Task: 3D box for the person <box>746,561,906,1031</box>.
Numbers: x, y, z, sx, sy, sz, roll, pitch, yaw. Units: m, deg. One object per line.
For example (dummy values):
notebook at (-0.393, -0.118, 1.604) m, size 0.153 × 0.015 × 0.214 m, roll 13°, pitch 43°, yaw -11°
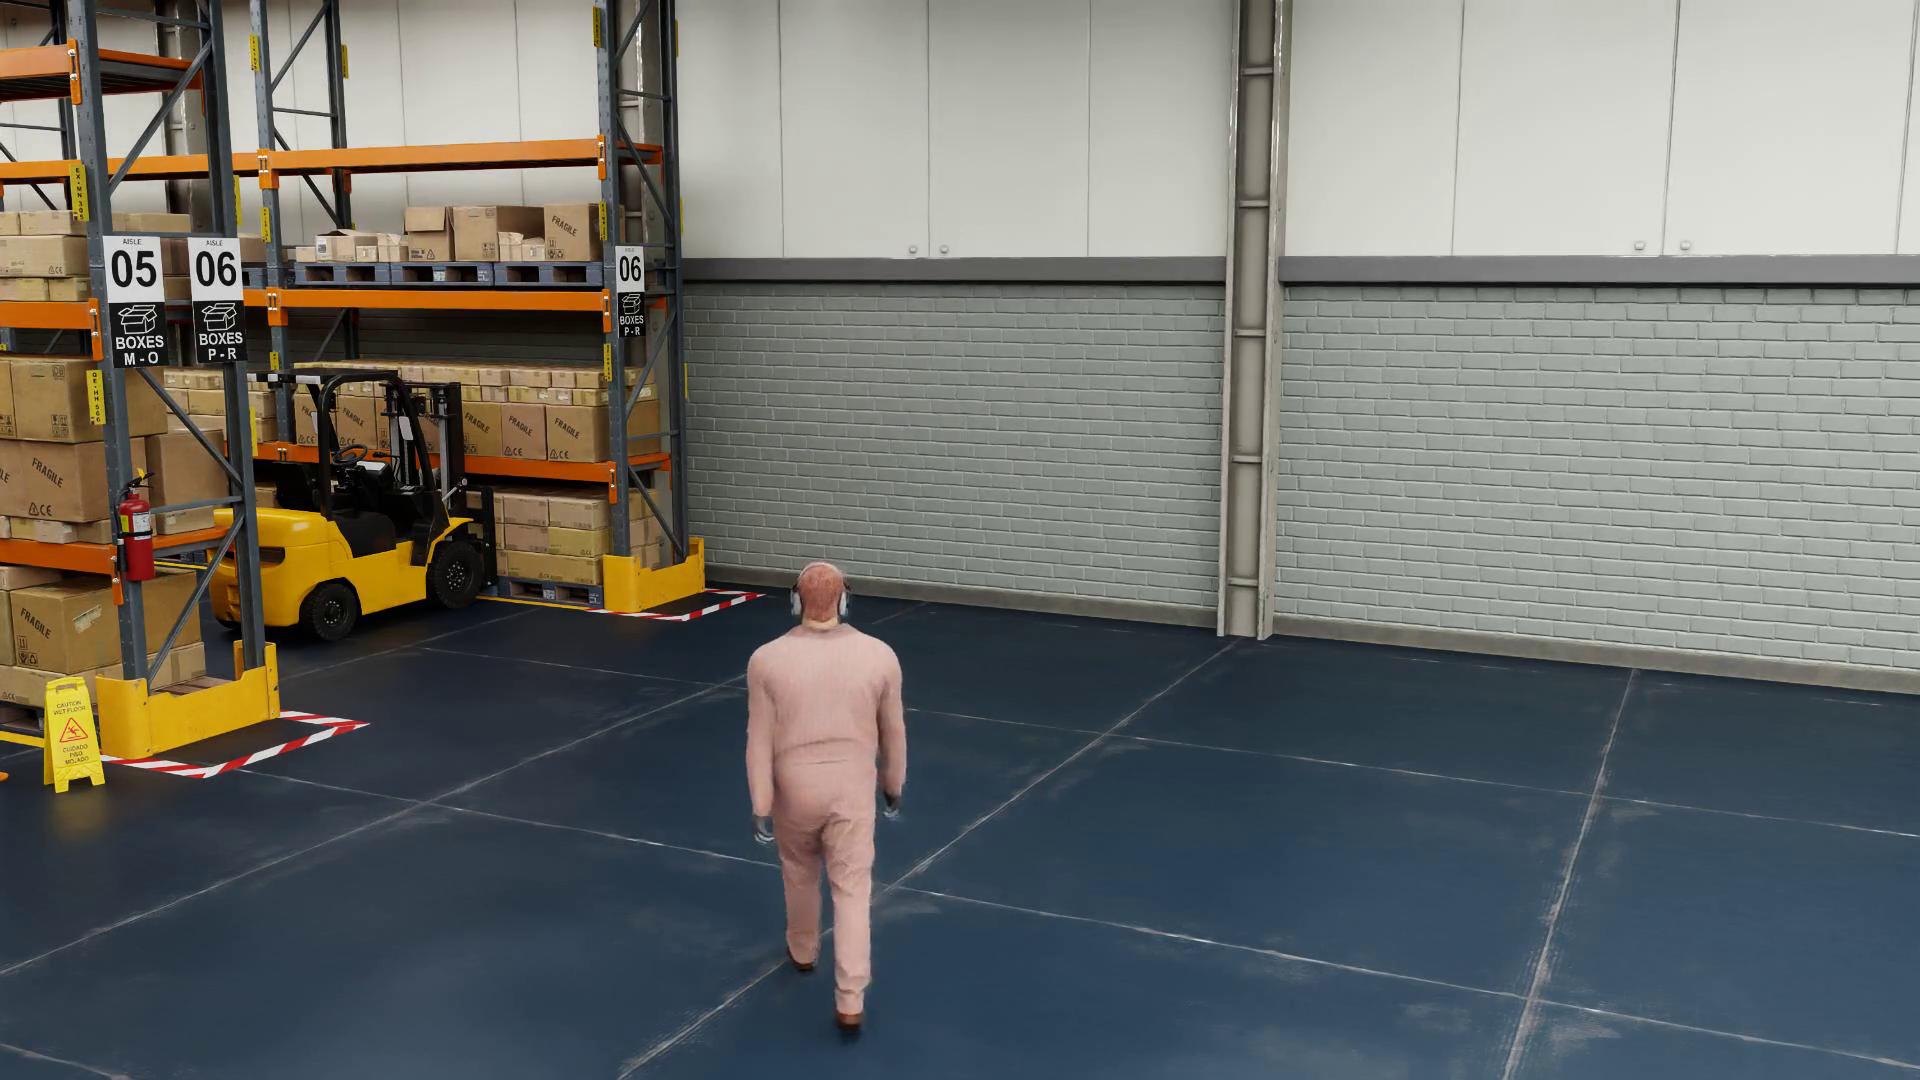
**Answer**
person at (-0.542, 1.010, 6.821) m, size 0.664 × 1.858 × 1.012 m, roll -2°, pitch 9°, yaw -11°
